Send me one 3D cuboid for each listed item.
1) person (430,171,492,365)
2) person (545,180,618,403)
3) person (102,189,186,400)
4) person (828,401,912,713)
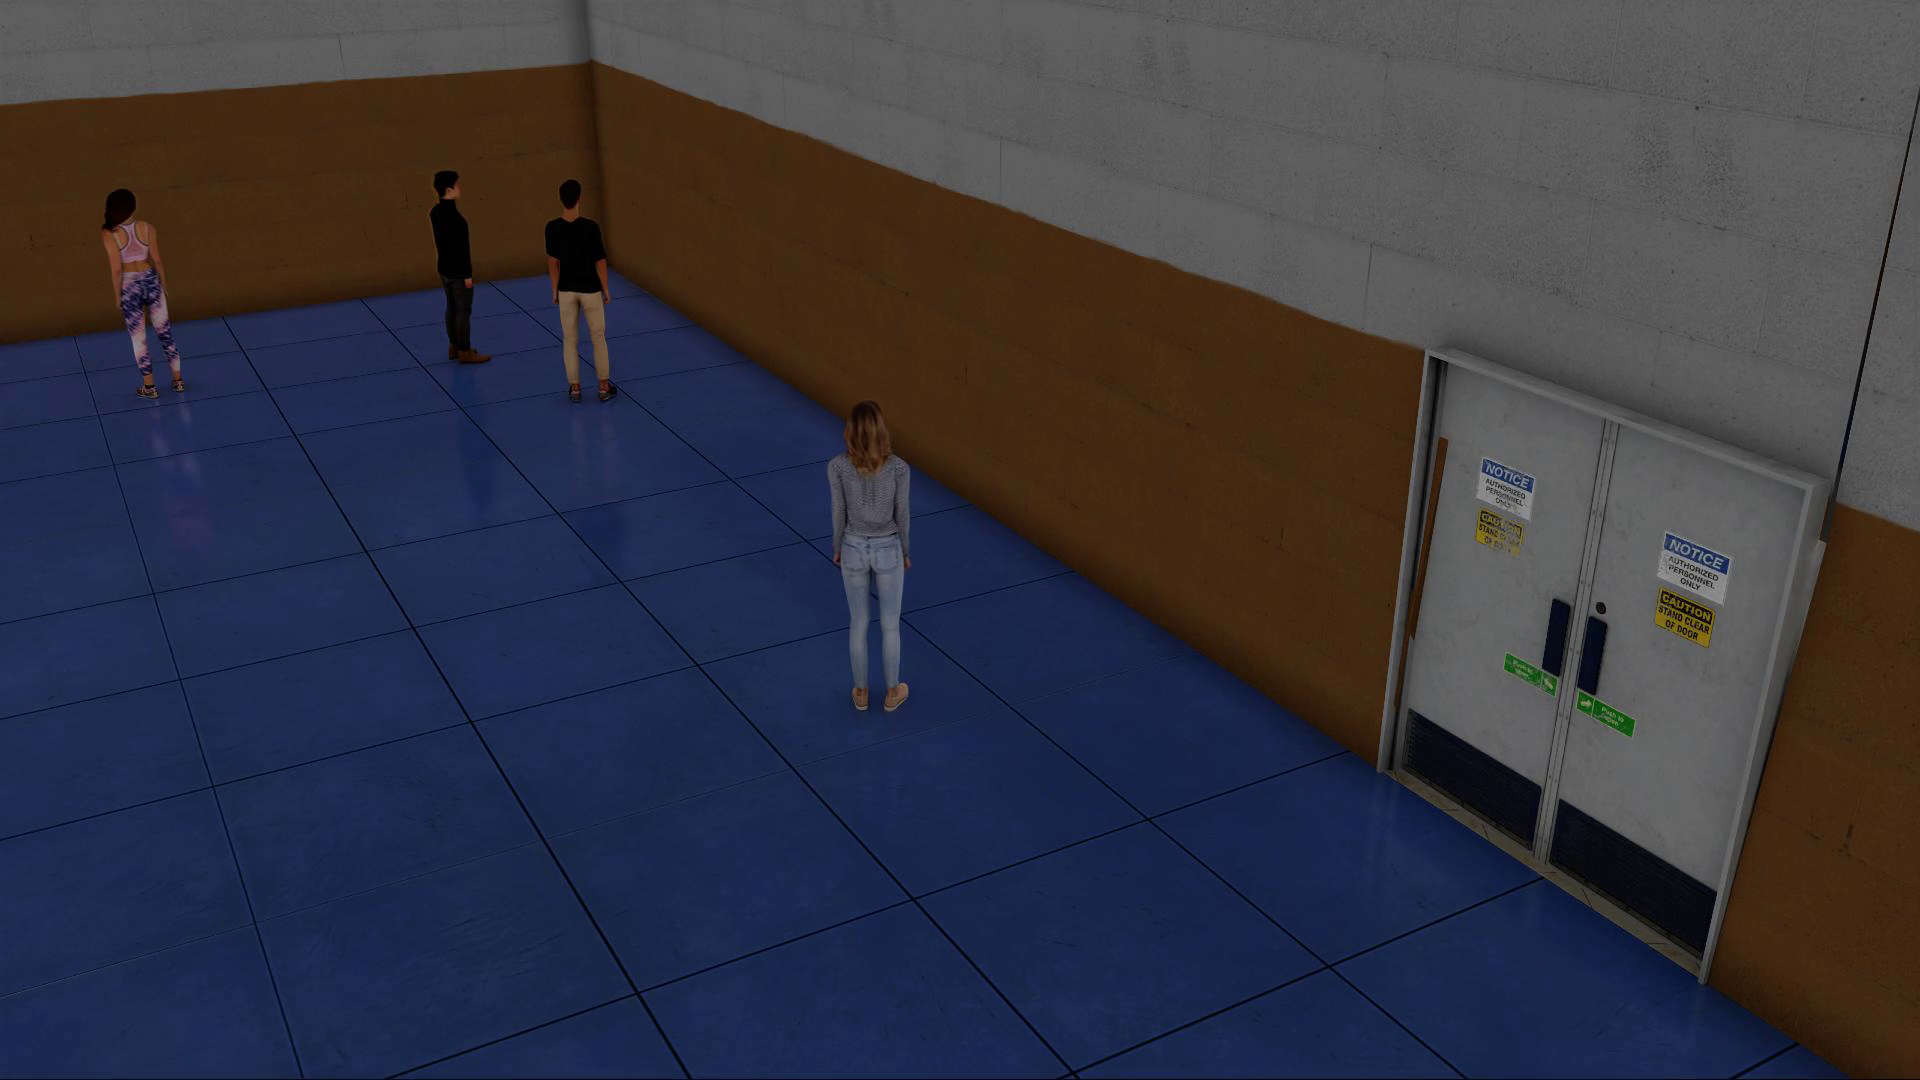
[{"bbox_3d":[-4.533,-2.452,14.935,0.568,1.722,0.679,-18,29,-35],"label":"person"},{"bbox_3d":[-3.168,-2.073,13.866,0.622,1.859,0.764,-1,24,-3],"label":"person"},{"bbox_3d":[-6.919,-2.086,14.043,0.710,1.767,0.551,21,31,40],"label":"person"},{"bbox_3d":[-0.477,0.093,9.027,0.630,1.796,0.727,2,24,5],"label":"person"}]
